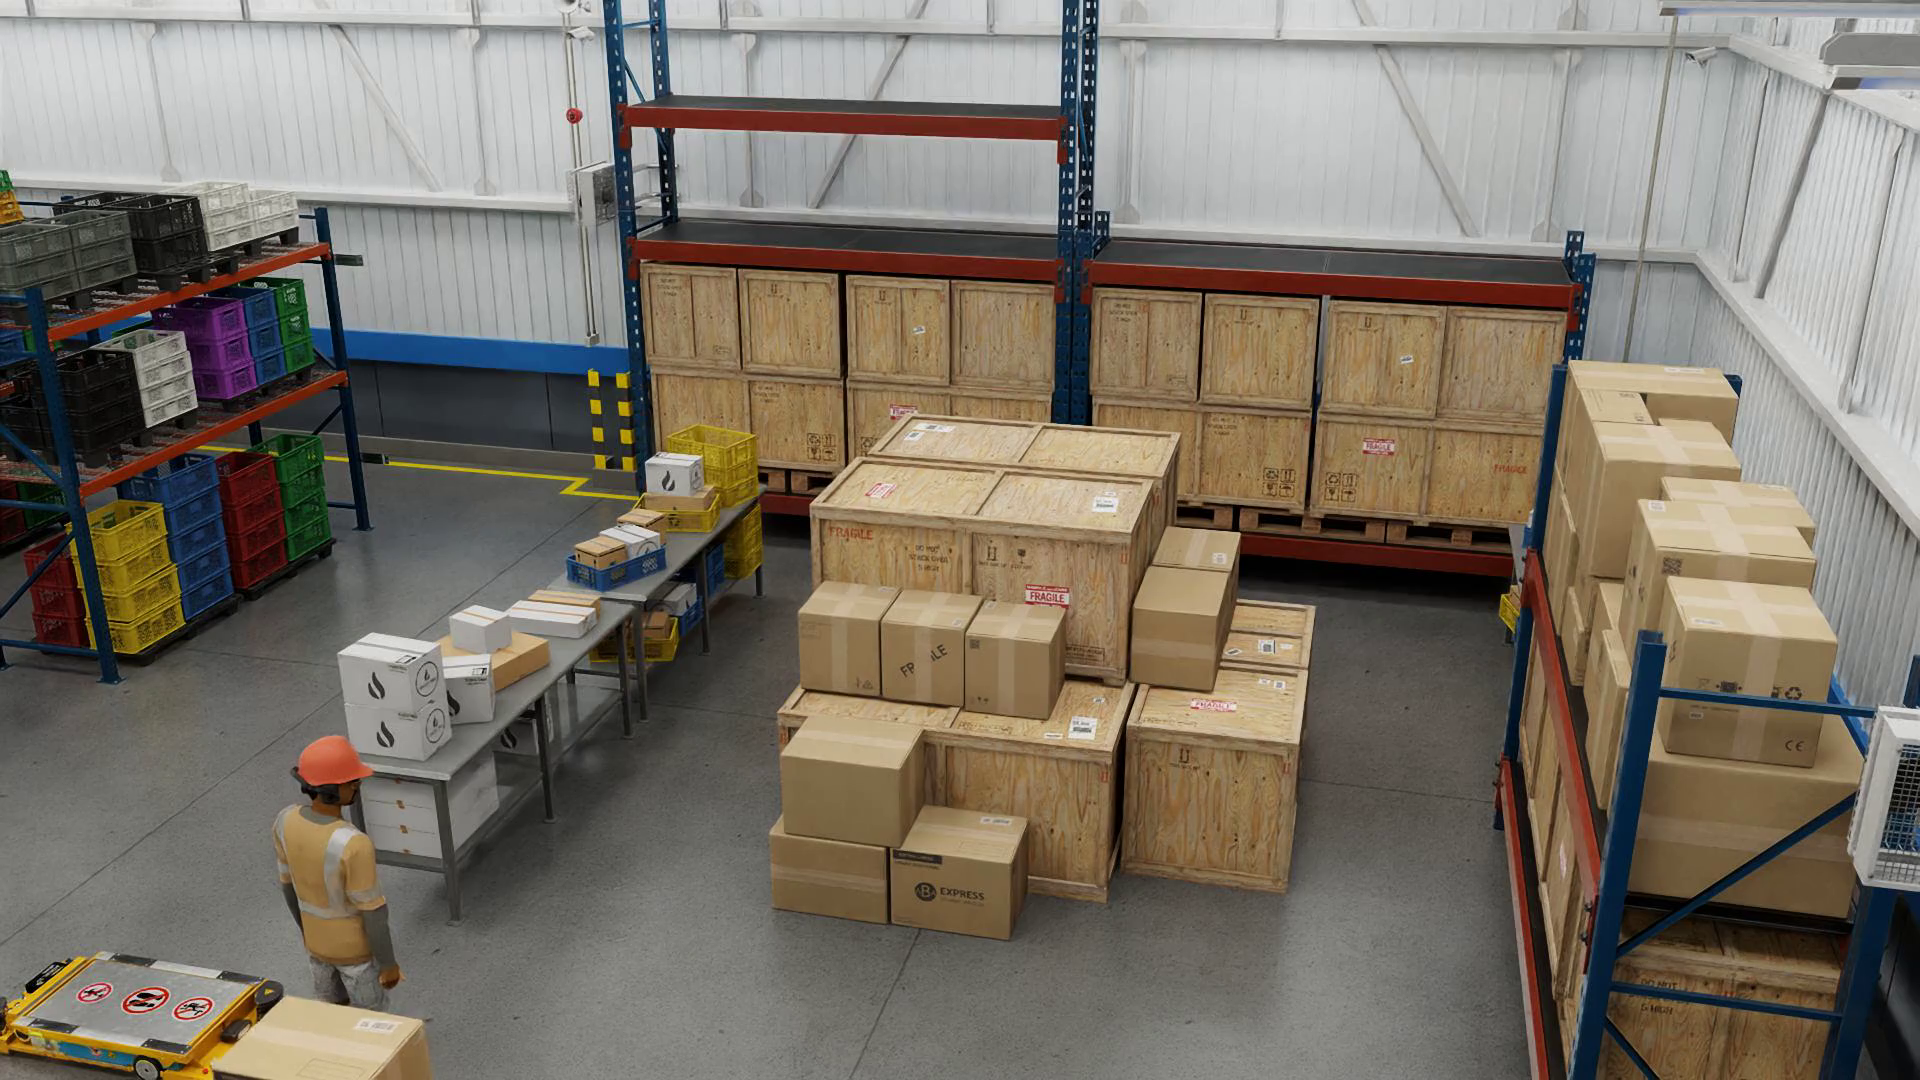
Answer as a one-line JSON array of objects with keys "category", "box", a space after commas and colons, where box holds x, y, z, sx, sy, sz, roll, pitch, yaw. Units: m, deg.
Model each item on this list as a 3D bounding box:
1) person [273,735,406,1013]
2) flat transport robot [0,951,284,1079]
[{"category": "person", "box": [-2.840, 1.844, 7.745, 0.613, 2.037, 0.385, 12, 24, 29]}, {"category": "flat transport robot", "box": [-4.270, 2.464, 8.601, 1.431, 0.231, 0.659, 5, 22, 13]}]
